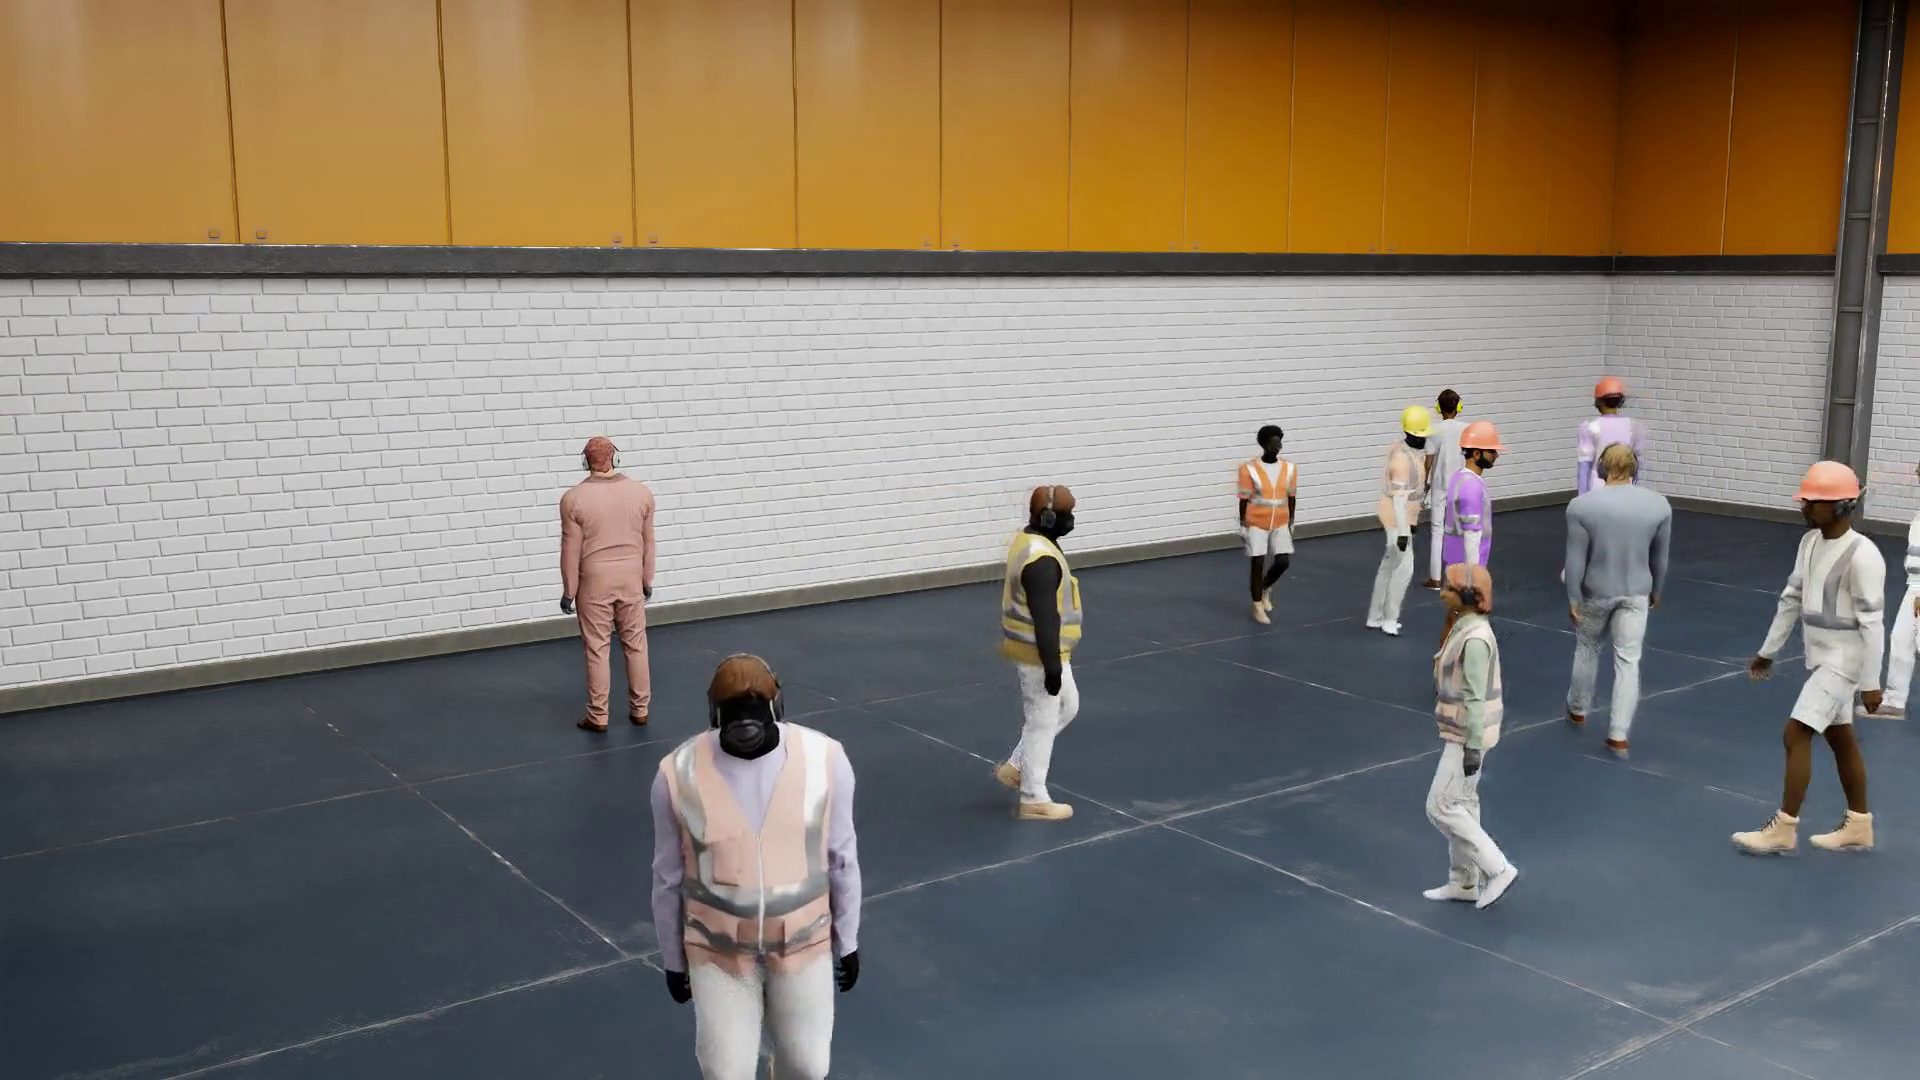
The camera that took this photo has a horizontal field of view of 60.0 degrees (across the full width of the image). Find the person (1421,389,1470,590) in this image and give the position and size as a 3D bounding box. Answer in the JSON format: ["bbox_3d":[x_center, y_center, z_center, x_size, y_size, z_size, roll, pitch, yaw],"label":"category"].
[{"bbox_3d":[4.502,-0.463,15.388,0.517,1.865,0.328,0,9,-2],"label":"person"}]

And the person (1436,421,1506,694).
[{"bbox_3d":[3.479,0.158,11.329,0.379,1.937,0.548,1,9,8],"label":"person"}]

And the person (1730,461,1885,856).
[{"bbox_3d":[4.266,0.606,8.360,0.887,2.004,0.619,1,9,7],"label":"person"}]

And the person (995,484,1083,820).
[{"bbox_3d":[0.452,0.605,8.908,0.452,1.827,0.657,0,9,-2],"label":"person"}]

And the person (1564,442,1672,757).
[{"bbox_3d":[4.073,0.332,10.399,0.636,1.891,0.973,2,9,14],"label":"person"}]

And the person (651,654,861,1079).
[{"bbox_3d":[-0.628,1.220,5.131,0.636,1.820,0.632,-2,9,-9],"label":"person"}]

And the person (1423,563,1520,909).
[{"bbox_3d":[2.319,0.910,7.645,0.378,1.630,0.531,2,9,13],"label":"person"}]

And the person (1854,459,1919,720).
[{"bbox_3d":[6.326,0.298,10.717,0.785,1.860,0.584,3,10,20],"label":"person"}]

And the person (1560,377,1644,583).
[{"bbox_3d":[5.775,-0.453,14.914,0.626,1.991,1.024,0,9,0],"label":"person"}]

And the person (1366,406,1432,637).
[{"bbox_3d":[3.552,-0.157,13.461,0.492,1.878,0.642,3,10,20],"label":"person"}]

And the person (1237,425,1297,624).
[{"bbox_3d":[2.562,-0.136,13.923,0.548,1.682,0.397,-2,9,-11],"label":"person"}]

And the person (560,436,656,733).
[{"bbox_3d":[-2.267,0.282,10.679,0.637,1.904,0.403,-6,11,-33],"label":"person"}]
